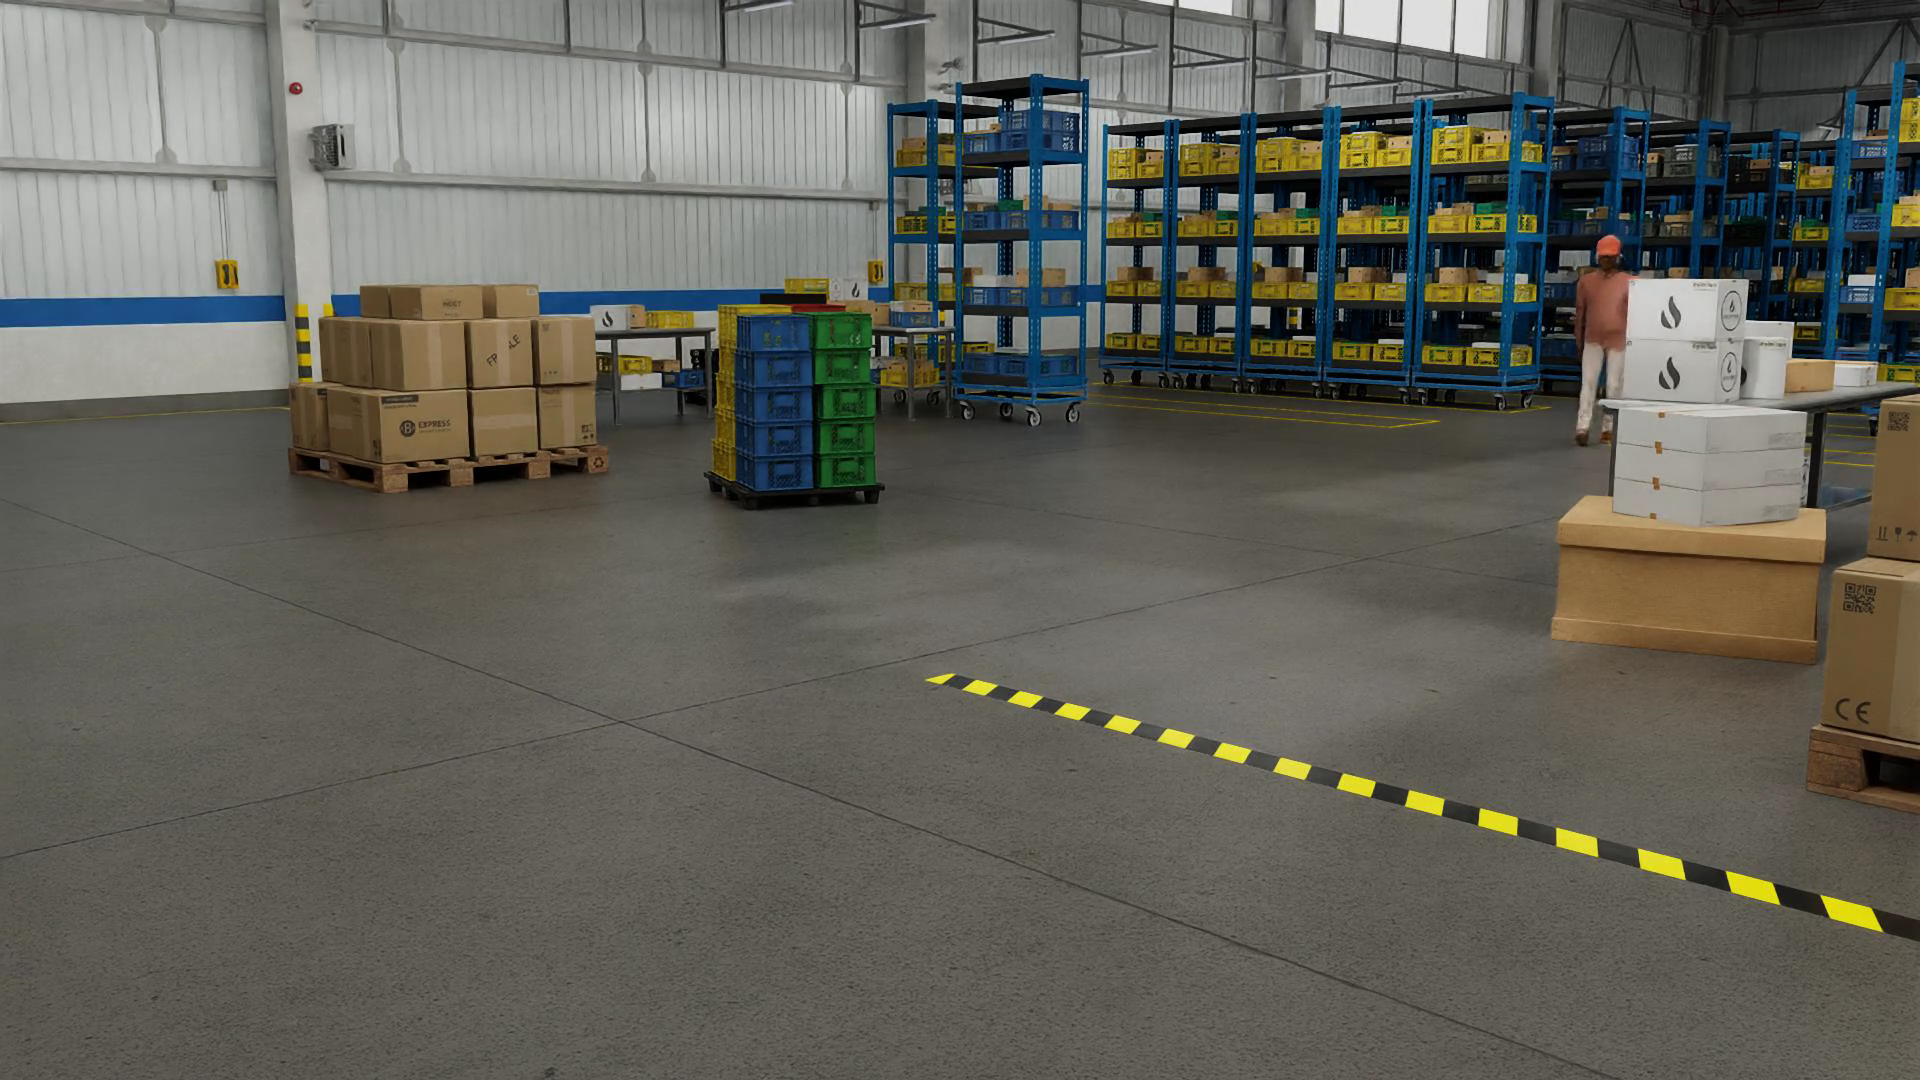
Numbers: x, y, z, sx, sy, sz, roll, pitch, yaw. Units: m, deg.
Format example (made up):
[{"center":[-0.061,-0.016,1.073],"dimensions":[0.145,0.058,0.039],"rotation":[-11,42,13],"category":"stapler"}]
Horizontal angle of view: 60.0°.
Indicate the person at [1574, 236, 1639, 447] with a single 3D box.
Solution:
[{"center":[5.965,-1.825,15.390],"dimensions":[0.607,1.933,1.034],"rotation":[5,11,28],"category":"person"}]
